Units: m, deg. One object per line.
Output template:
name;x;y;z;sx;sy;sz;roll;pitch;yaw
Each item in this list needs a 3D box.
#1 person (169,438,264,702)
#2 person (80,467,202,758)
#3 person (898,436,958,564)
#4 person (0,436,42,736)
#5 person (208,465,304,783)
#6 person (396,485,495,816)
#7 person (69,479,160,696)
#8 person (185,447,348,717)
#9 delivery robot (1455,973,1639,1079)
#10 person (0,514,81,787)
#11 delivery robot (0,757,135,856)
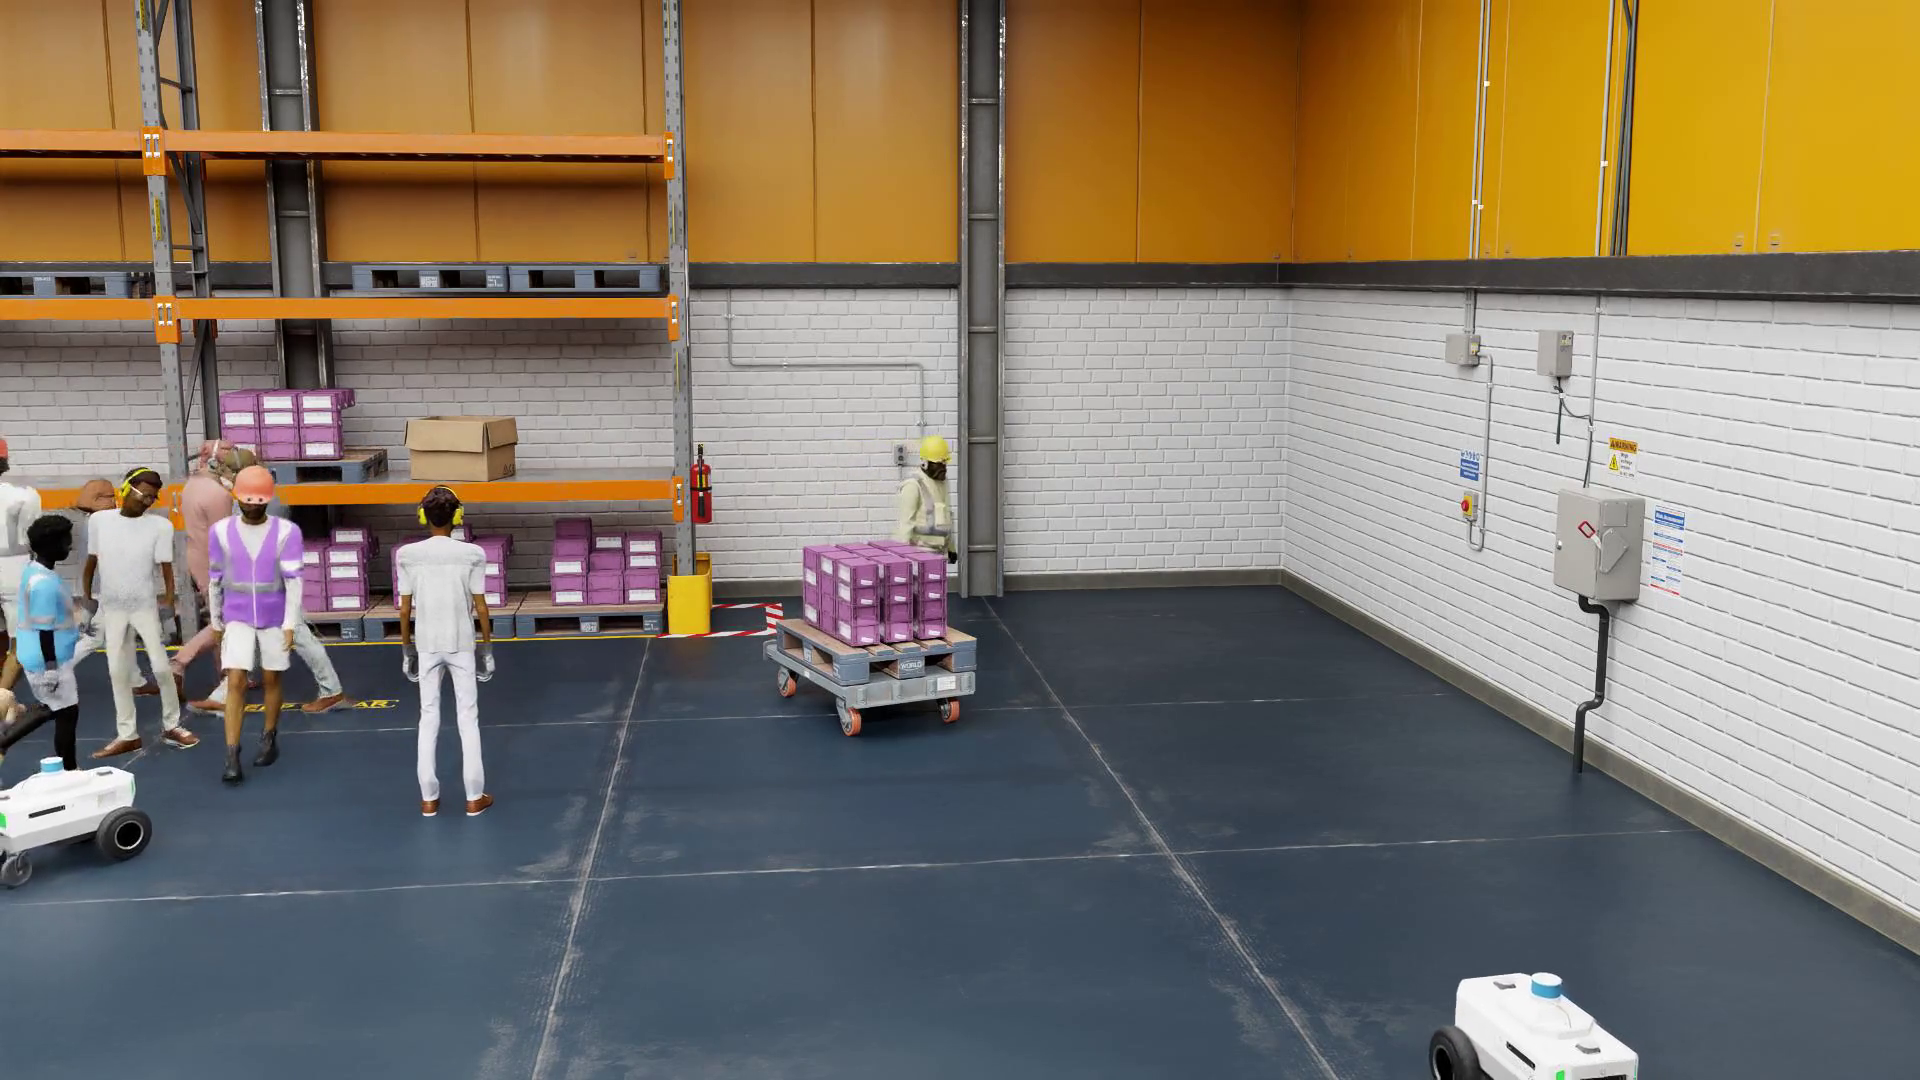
person;-5.339;0.220;11.752;0.670;1.878;0.674;-6;11;-35
person;-5.185;0.453;10.466;0.657;1.834;0.356;-1;9;-8
person;-0.214;0.074;12.926;0.655;1.783;0.692;4;10;24
person;-6.328;0.293;10.899;0.597;2.010;0.867;-2;9;-10
person;-4.217;0.497;9.962;0.554;1.889;0.920;-3;10;-17
person;-2.864;0.622;9.309;0.509;1.860;0.317;-1;9;-5
person;-6.094;0.367;11.687;0.799;1.603;0.491;-5;11;-30
person;-4.734;0.300;11.323;1.064;1.881;0.647;-2;9;-14
delivery robot;2.060;1.775;5.872;0.477;0.478;0.707;-2;9;-13
person;-5.298;0.685;9.494;0.629;1.675;0.567;-6;11;-32
delivery robot;-4.622;1.355;8.497;0.477;0.478;0.707;7;11;35
